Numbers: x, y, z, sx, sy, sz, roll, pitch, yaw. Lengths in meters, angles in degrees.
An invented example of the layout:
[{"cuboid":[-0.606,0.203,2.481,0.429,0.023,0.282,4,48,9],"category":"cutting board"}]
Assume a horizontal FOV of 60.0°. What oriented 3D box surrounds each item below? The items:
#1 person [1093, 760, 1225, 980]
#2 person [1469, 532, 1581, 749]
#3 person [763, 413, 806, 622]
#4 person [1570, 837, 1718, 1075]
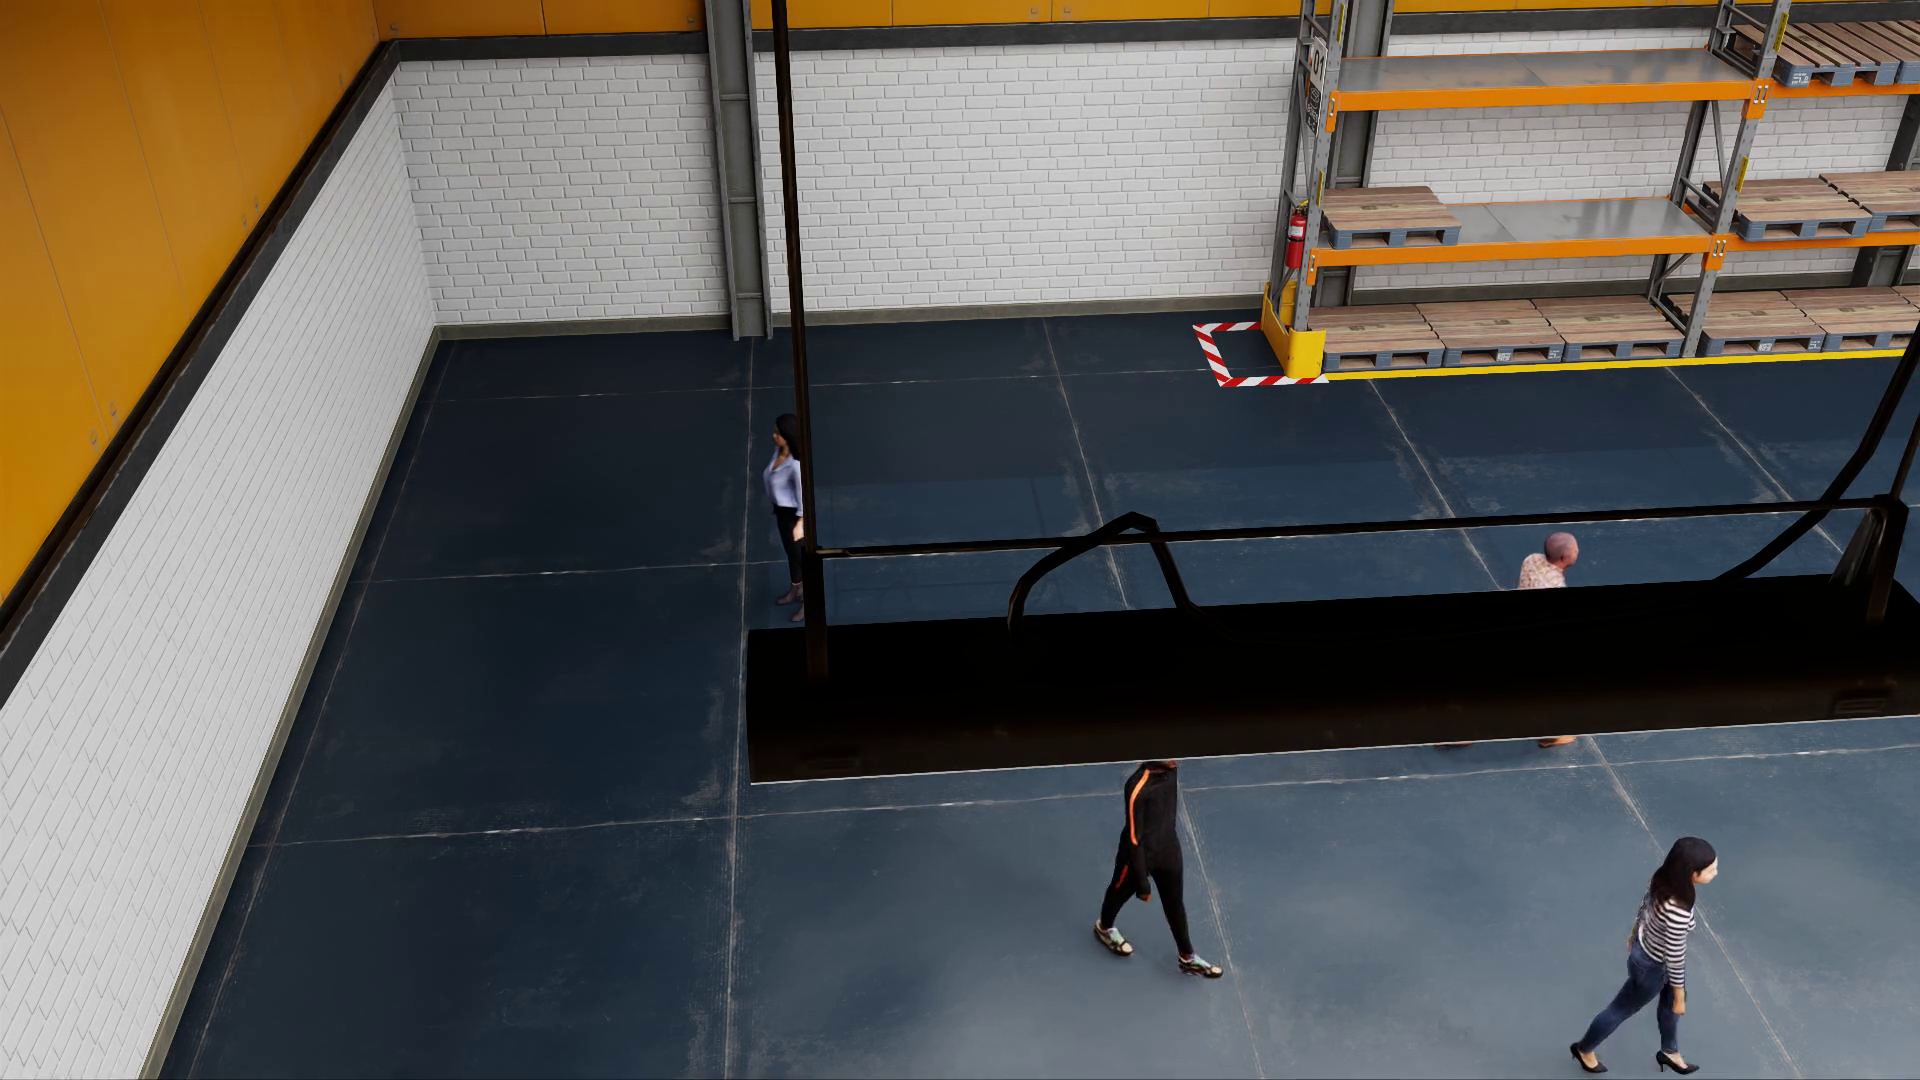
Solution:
[{"cuboid":[1.003,1.747,9.606,1.137,1.772,1.098,27,42,34],"category":"person"},{"cuboid":[3.749,0.708,11.158,1.245,1.785,0.794,-7,34,-11],"category":"person"},{"cuboid":[-1.251,-0.181,12.532,0.692,1.743,0.722,-16,37,-23],"category":"person"},{"cuboid":[3.579,2.255,8.852,1.015,1.760,0.805,7,34,11],"category":"person"}]
